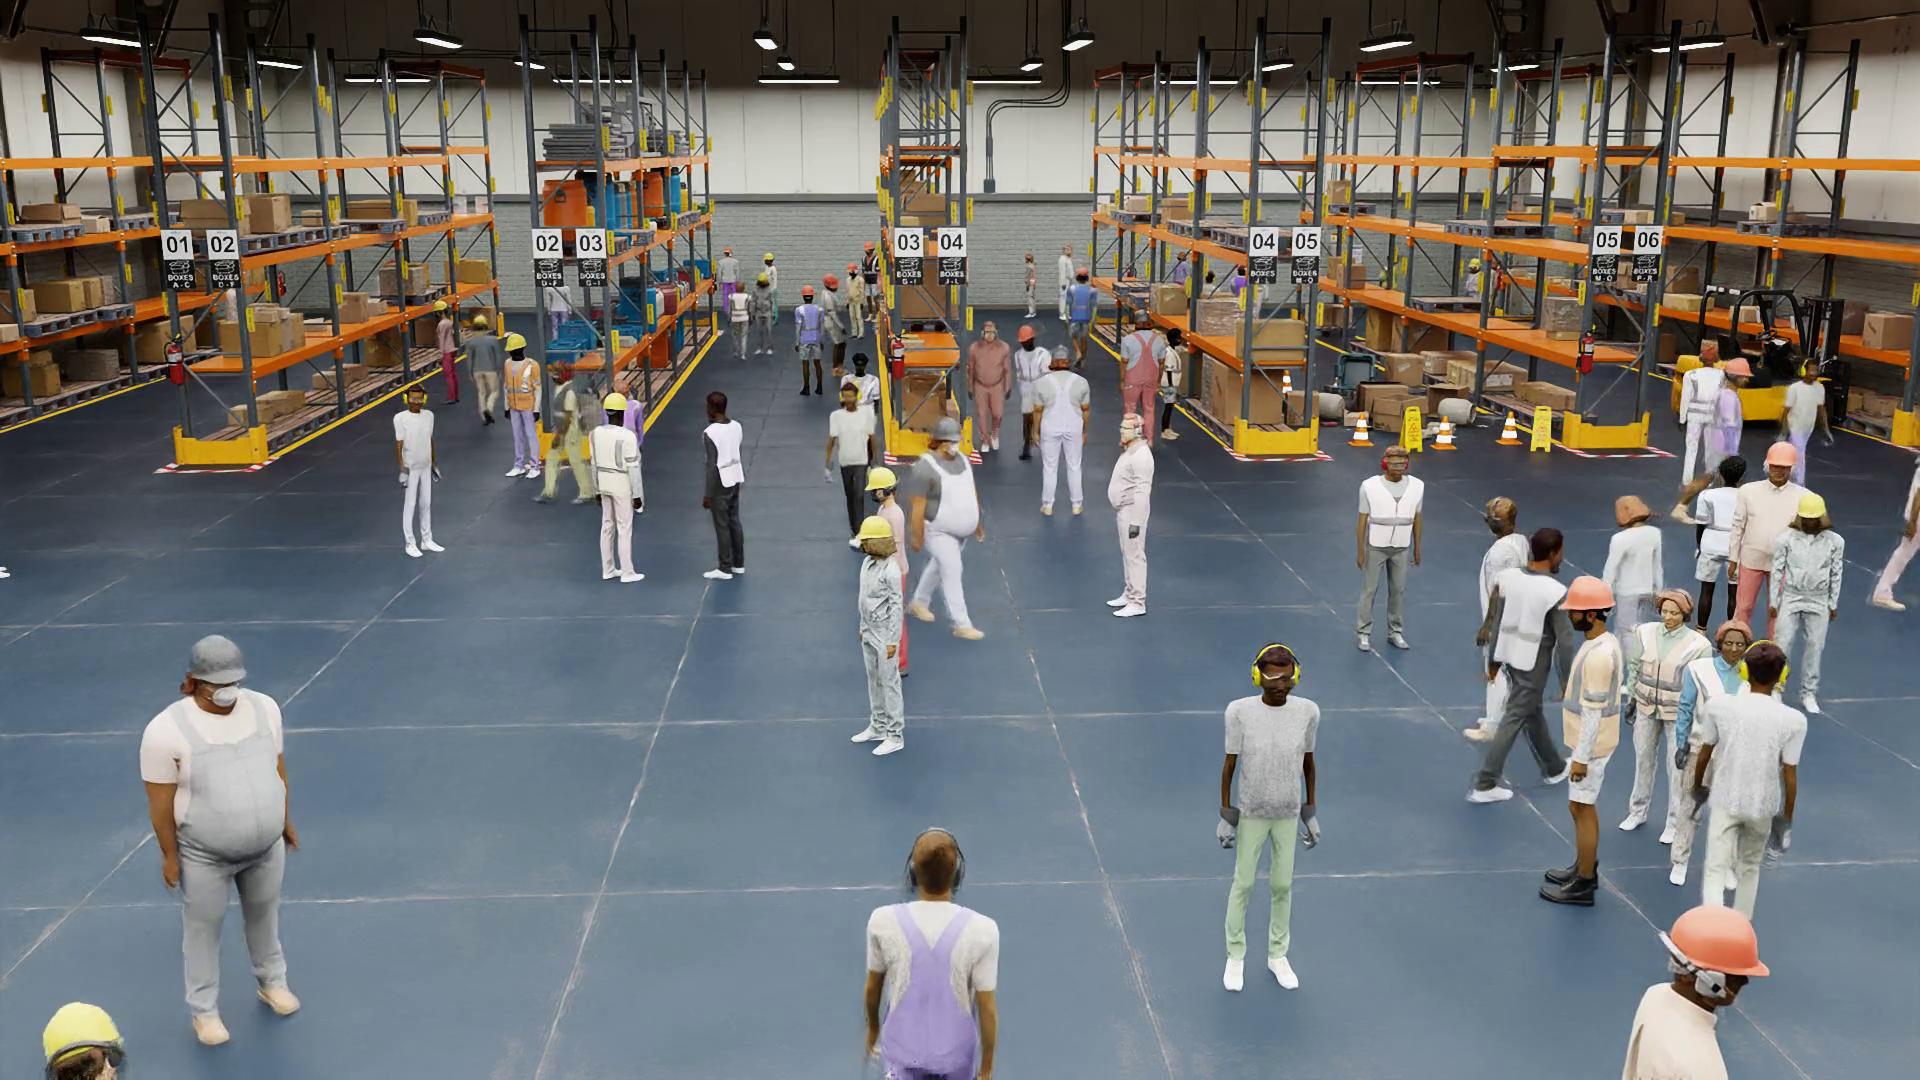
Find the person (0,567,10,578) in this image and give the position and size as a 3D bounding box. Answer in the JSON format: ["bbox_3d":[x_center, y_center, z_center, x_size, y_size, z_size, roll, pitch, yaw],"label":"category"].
[{"bbox_3d":[-9.963,-0.478,16.927,0.288,1.746,0.487,-9,16,-33],"label":"person"}]

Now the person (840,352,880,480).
[{"bbox_3d":[-1.315,-1.623,21.879,0.535,1.697,0.318,-1,13,-2],"label":"person"}]

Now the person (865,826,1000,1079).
[{"bbox_3d":[-0.112,1.956,6.494,0.535,1.800,0.954,0,13,1],"label":"person"}]

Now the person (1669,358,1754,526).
[{"bbox_3d":[8.743,-1.098,19.042,1.064,1.992,0.629,7,15,28],"label":"person"}]

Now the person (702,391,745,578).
[{"bbox_3d":[-2.399,-0.558,16.897,0.394,1.918,0.590,5,14,22],"label":"person"}]

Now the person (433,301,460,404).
[{"bbox_3d":[-8.809,-3.205,28.456,0.334,1.761,0.519,0,13,-2],"label":"person"}]

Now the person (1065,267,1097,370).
[{"bbox_3d":[2.382,-4.372,32.824,0.639,2.023,0.426,-1,13,-4],"label":"person"}]

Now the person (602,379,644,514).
[{"bbox_3d":[-3.995,-1.095,19.765,0.514,1.640,0.315,-9,16,-33],"label":"person"}]

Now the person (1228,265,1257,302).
[{"bbox_3d":[6.111,-5.039,36.043,0.623,1.844,0.429,3,14,14],"label":"person"}]

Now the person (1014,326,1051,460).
[{"bbox_3d":[1.039,-2.118,23.618,0.557,1.876,1.038,4,14,15],"label":"person"}]

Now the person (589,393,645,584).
[{"bbox_3d":[-3.449,-0.522,16.753,0.588,1.917,0.394,8,15,30],"label":"person"}]

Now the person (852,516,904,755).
[{"bbox_3d":[-0.598,0.679,12.026,0.299,1.743,0.493,-8,15,-30],"label":"person"}]

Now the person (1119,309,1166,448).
[{"bbox_3d":[2.624,-2.360,24.264,0.685,2.000,0.535,-4,14,-15],"label":"person"}]

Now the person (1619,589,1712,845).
[{"bbox_3d":[4.456,1.096,10.505,0.312,1.634,0.514,-11,17,-38],"label":"person"}]

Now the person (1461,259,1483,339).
[{"bbox_3d":[11.831,-5.549,38.244,0.403,1.825,0.604,-5,14,-19],"label":"person"}]

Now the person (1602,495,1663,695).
[{"bbox_3d":[5.372,0.424,13.418,0.556,1.590,0.710,-7,15,-27],"label":"person"}]

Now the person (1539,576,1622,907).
[{"bbox_3d":[3.608,1.154,9.638,0.391,1.924,0.548,5,14,20],"label":"person"}]

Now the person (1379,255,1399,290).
[{"bbox_3d":[10.879,-6.421,42.254,0.549,1.674,0.582,-5,14,-19],"label":"person"}]

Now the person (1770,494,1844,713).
[{"bbox_3d":[6.538,0.486,12.883,0.491,1.730,0.327,4,14,16],"label":"person"}]

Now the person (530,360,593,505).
[{"bbox_3d":[-4.869,-1.282,20.209,0.833,1.802,0.579,-8,16,-32],"label":"person"}]

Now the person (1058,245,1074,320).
[{"bbox_3d":[2.711,-6.559,42.344,0.403,1.906,0.652,3,14,12],"label":"person"}]

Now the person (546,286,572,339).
[{"bbox_3d":[-8.540,-4.866,35.470,0.525,1.770,0.312,-1,13,-4],"label":"person"}]

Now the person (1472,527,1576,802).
[{"bbox_3d":[3.890,0.829,11.128,1.006,1.860,0.611,-5,14,-21],"label":"person"}]

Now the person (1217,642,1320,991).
[{"bbox_3d":[1.601,1.427,8.597,0.537,1.865,0.312,-1,13,-3],"label":"person"}]

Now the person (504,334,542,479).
[{"bbox_3d":[-5.810,-1.773,22.042,0.584,1.917,0.381,6,15,25],"label":"person"}]

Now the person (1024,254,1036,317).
[{"bbox_3d":[1.813,-6.570,42.986,0.318,1.631,0.514,3,14,12],"label":"person"}]

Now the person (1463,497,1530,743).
[{"bbox_3d":[3.957,0.588,12.213,0.343,1.839,0.506,11,17,38],"label":"person"}]

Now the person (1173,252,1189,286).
[{"bbox_3d":[5.835,-6.783,43.875,0.499,1.633,0.281,12,18,42],"label":"person"}]

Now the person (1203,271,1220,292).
[{"bbox_3d":[5.101,-4.644,34.407,0.516,1.818,0.962,2,13,7],"label":"person"}]

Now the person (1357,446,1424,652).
[{"bbox_3d":[3.708,0.071,14.432,0.577,1.832,0.407,-2,13,-8],"label":"person"}]

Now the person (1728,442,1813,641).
[{"bbox_3d":[6.604,0.181,13.596,0.609,1.997,0.374,6,15,25],"label":"person"}]

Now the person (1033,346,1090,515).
[{"bbox_3d":[1.198,-1.319,19.853,0.674,2.000,0.537,0,13,-1],"label":"person"}]

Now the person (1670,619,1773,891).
[{"bbox_3d":[4.478,1.256,9.803,0.514,1.642,0.310,3,14,14],"label":"person"}]

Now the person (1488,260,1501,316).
[{"bbox_3d":[13.139,-6.098,40.973,0.279,1.633,0.498,9,16,32],"label":"person"}]

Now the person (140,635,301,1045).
[{"bbox_3d":[-3.575,1.438,8.176,0.536,2.000,0.688,11,17,39],"label":"person"}]

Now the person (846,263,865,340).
[{"bbox_3d":[-2.408,-5.443,37.973,0.562,1.741,0.360,12,18,42],"label":"person"}]

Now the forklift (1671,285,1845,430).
[{"bbox_3d":[12.503,-2.886,26.166,2.313,2.155,1.214,-1,13,-3],"label":"forklift"}]

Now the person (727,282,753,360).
[{"bbox_3d":[-4.563,-4.555,34.497,0.542,1.592,0.838,-2,14,-10],"label":"person"}]

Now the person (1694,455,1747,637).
[{"bbox_3d":[6.710,0.098,14.590,0.534,1.697,0.318,7,15,26],"label":"person"}]

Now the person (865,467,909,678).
[{"bbox_3d":[-0.603,0.266,13.763,0.342,1.755,0.531,-4,14,-16],"label":"person"}]

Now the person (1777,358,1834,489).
[{"bbox_3d":[10.321,-1.293,20.220,0.532,1.824,0.953,-4,14,-18],"label":"person"}]

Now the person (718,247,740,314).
[{"bbox_3d":[-6.105,-6.861,43.960,0.561,1.745,0.339,-3,14,-11],"label":"person"}]

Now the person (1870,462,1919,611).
[{"bbox_3d":[9.098,-0.166,15.500,0.972,1.791,0.535,10,16,35],"label":"person"}]

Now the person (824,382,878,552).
[{"bbox_3d":[-1.196,-0.791,18.077,0.564,1.821,0.942,2,13,7],"label":"person"}]

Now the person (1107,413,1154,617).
[{"bbox_3d":[1.584,-0.240,15.565,0.409,1.909,0.652,-1,13,-3],"label":"person"}]

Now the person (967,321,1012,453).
[{"bbox_3d":[0.414,-2.187,23.852,0.656,1.892,0.431,0,13,1],"label":"person"}]

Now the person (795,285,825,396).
[{"bbox_3d":[-2.669,-3.529,29.446,0.549,1.933,0.374,-6,15,-24],"label":"person"}]

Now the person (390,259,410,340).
[{"bbox_3d":[-12.712,-5.402,37.538,0.598,1.866,0.619,0,13,-1],"label":"person"}]

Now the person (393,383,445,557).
[{"bbox_3d":[-5.812,-0.762,17.879,0.333,1.864,0.520,9,16,34],"label":"person"}]

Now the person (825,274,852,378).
[{"bbox_3d":[-2.342,-4.072,31.686,0.441,1.980,0.755,1,13,3],"label":"person"}]

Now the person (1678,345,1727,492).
[{"bbox_3d":[9.417,-1.527,21.075,0.582,1.882,0.351,3,14,12],"label":"person"}]

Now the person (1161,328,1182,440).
[{"bbox_3d":[3.157,-2.337,24.925,0.320,1.684,0.541,3,14,12],"label":"person"}]

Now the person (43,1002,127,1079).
[{"bbox_3d":[-2.636,2.308,5.171,0.647,1.720,0.442,7,15,28],"label":"person"}]

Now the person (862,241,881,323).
[{"bbox_3d":[-2.238,-6.450,41.628,0.611,2.029,0.409,10,17,36],"label":"person"}]

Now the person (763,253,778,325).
[{"bbox_3d":[-4.701,-6.207,41.152,0.312,1.768,0.529,-8,16,-32],"label":"person"}]

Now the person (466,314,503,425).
[{"bbox_3d":[-7.488,-2.671,26.191,0.548,1.750,0.413,0,13,2],"label":"person"}]

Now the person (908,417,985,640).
[{"bbox_3d":[-0.156,-0.180,15.029,1.015,2.000,0.679,11,17,38],"label":"person"}]

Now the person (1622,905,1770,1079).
[{"bbox_3d":[2.342,2.119,5.426,0.408,1.983,0.616,4,14,15],"label":"person"}]

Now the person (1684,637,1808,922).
[{"bbox_3d":[4.072,1.423,8.682,0.531,1.842,0.840,6,15,25],"label":"person"}]

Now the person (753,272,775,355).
[{"bbox_3d":[-4.156,-4.797,35.226,0.493,1.742,0.316,2,14,10],"label":"person"}]
